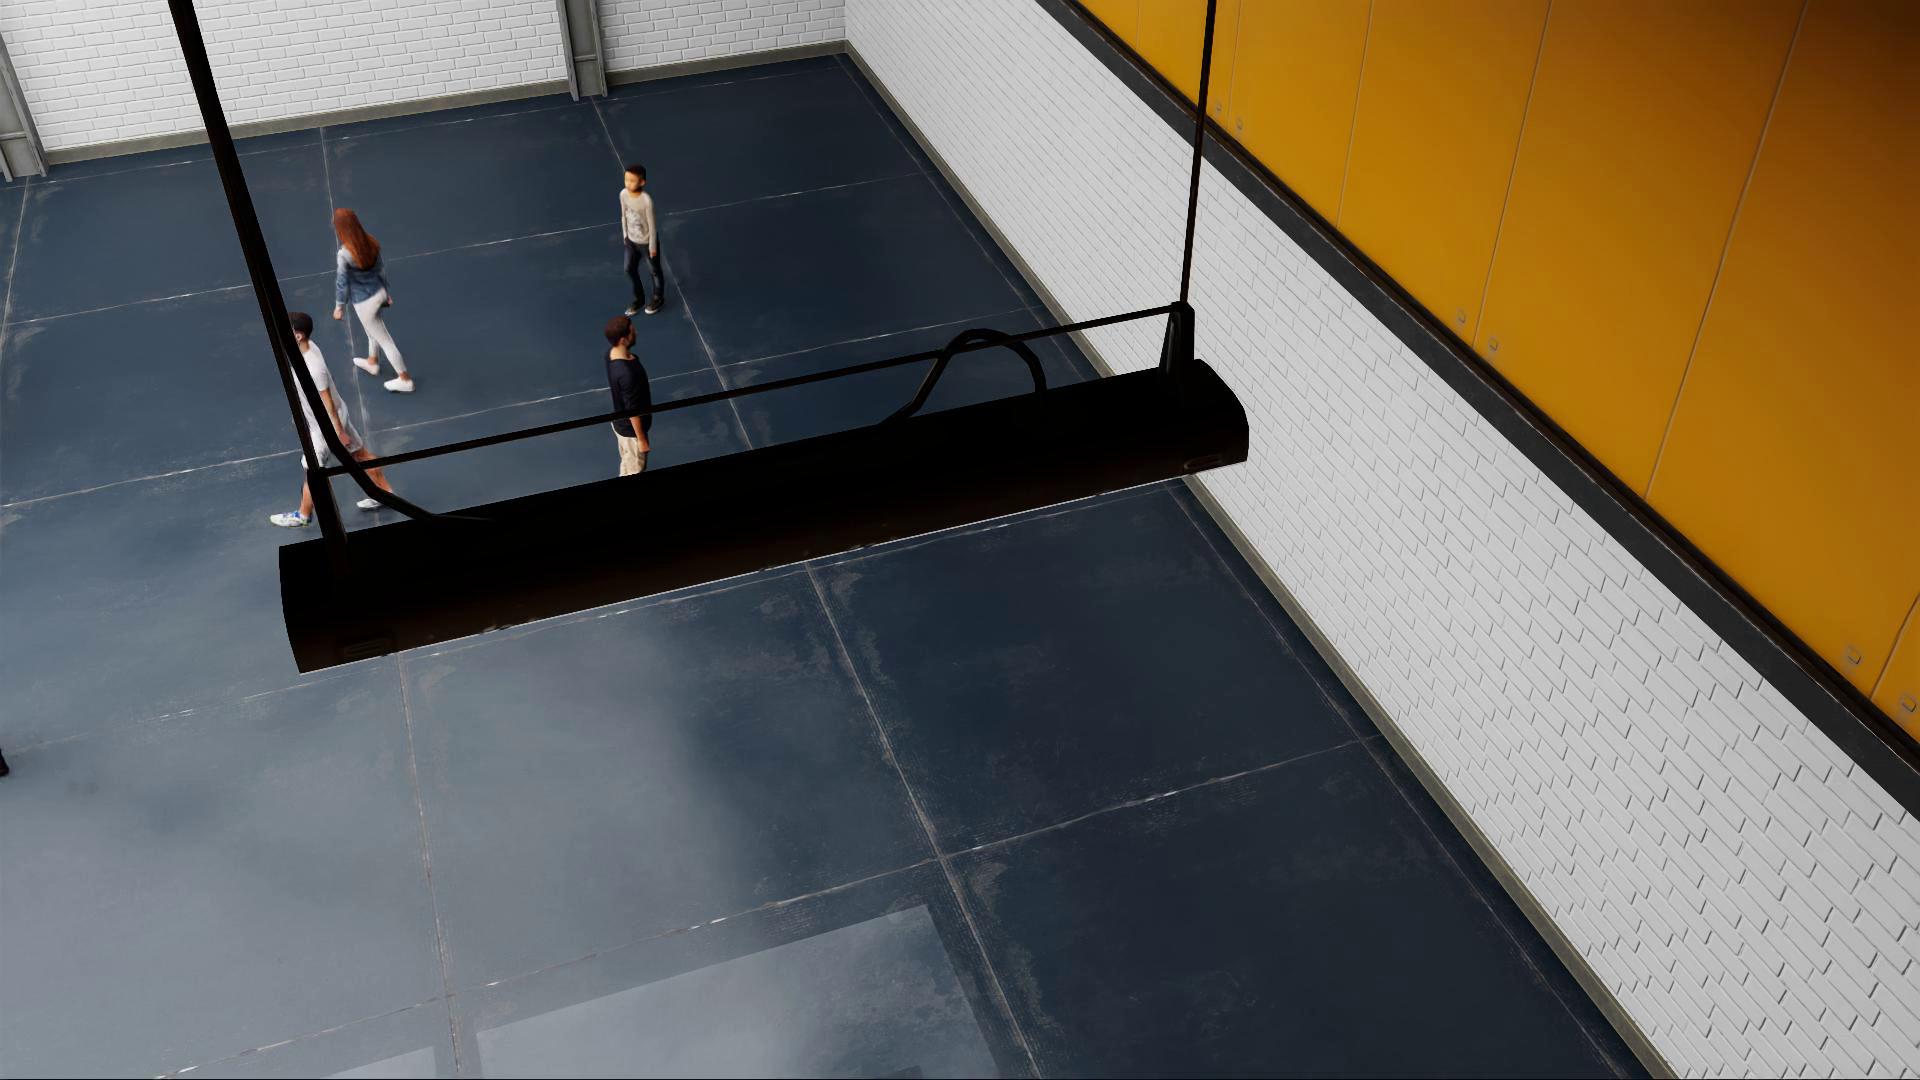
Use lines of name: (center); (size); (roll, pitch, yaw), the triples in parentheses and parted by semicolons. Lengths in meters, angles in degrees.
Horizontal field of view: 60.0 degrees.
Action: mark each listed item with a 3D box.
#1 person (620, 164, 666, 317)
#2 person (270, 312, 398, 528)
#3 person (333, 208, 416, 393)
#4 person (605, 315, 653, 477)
person: (-2.846, -2.764, 15.149); (0.712, 1.457, 0.770); (19, 42, 22)
person: (-4.686, -0.929, 12.568); (1.157, 1.810, 0.695); (-14, 41, -16)
person: (-4.881, -1.975, 13.987); (1.034, 1.674, 0.928); (9, 40, 11)
person: (-2.469, -0.850, 12.437); (0.558, 1.851, 0.645); (-15, 41, -18)
